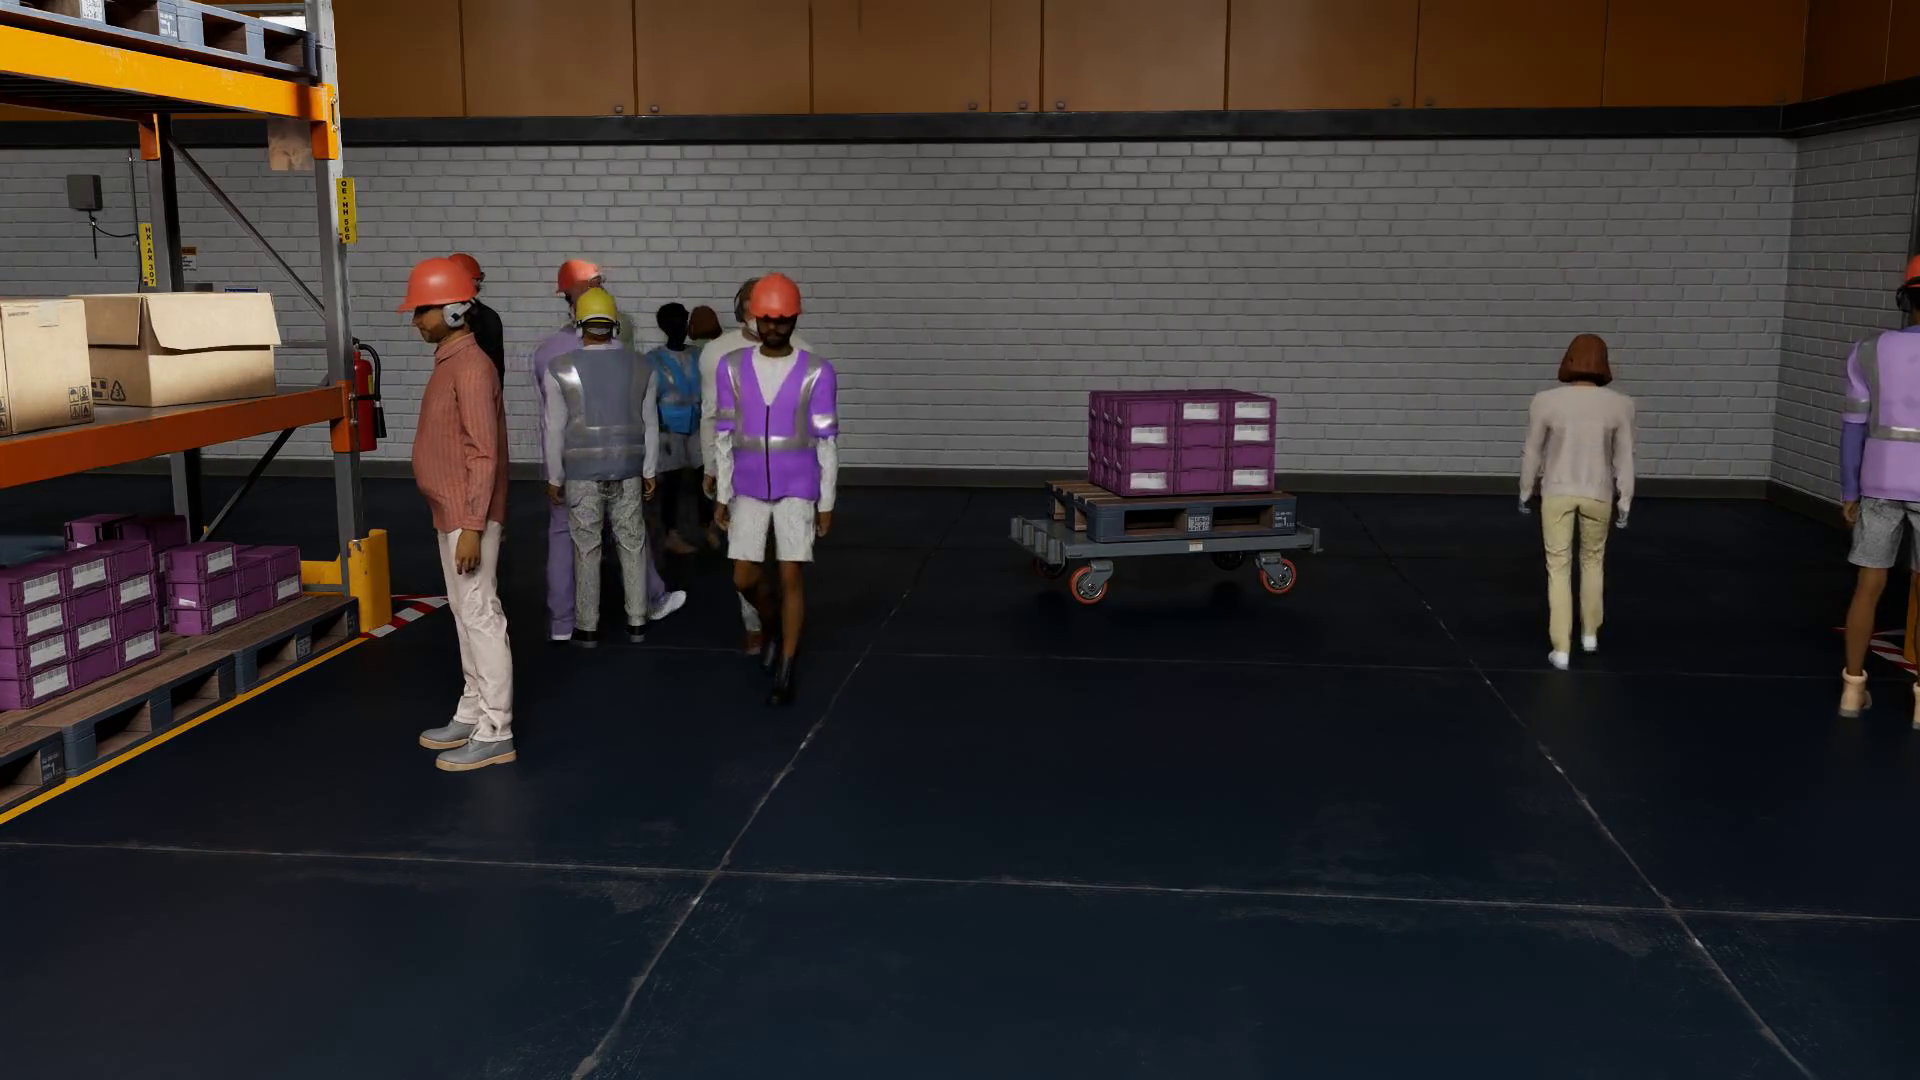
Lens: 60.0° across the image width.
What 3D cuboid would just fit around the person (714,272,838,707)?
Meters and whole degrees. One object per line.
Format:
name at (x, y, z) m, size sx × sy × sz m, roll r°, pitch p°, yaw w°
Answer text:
person at (-0.818, -0.233, 7.477) m, size 0.573 × 1.922 × 0.527 m, roll 1°, pitch 10°, yaw 6°

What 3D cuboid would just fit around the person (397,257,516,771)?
person at (-1.960, -0.101, 6.526) m, size 0.384 × 1.993 × 0.609 m, roll -5°, pitch 11°, yaw -25°

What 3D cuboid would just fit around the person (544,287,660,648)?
person at (-1.829, -0.365, 8.496) m, size 0.595 × 1.832 × 0.404 m, roll -5°, pitch 11°, yaw -28°

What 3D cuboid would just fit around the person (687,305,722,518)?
person at (-1.825, -0.920, 12.283) m, size 0.506 × 1.612 × 0.400 m, roll -5°, pitch 11°, yaw -25°

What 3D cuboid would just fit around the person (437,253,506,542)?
person at (-3.372, -0.959, 11.437) m, size 0.608 × 1.995 × 0.377 m, roll 7°, pitch 12°, yaw 37°

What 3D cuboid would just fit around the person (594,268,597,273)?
person at (-2.864, -1.173, 12.858) m, size 0.420 × 1.919 × 0.578 m, roll 2°, pitch 10°, yaw 14°

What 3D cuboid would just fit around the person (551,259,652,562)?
person at (-2.330, -0.819, 10.746) m, size 0.540 × 1.960 × 0.649 m, roll 8°, pitch 13°, yaw 39°

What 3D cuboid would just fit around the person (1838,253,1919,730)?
person at (4.075, -0.219, 7.101) m, size 0.413 × 2.035 × 0.609 m, roll -9°, pitch 14°, yaw -43°

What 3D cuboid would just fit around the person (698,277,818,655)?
person at (-1.034, -0.417, 8.662) m, size 0.631 × 1.897 × 0.973 m, roll -2°, pitch 10°, yaw -10°

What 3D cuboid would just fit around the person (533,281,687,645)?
person at (-1.883, -0.420, 8.753) m, size 0.638 × 1.857 × 0.929 m, roll 4°, pitch 11°, yaw 21°

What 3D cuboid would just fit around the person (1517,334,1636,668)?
person at (3.025, -0.204, 8.217) m, size 0.513 × 1.605 × 0.682 m, roll 2°, pitch 10°, yaw 10°

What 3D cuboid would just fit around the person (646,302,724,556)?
person at (-1.831, -0.728, 11.009) m, size 0.405 × 1.677 × 0.587 m, roll 9°, pitch 13°, yaw 42°
